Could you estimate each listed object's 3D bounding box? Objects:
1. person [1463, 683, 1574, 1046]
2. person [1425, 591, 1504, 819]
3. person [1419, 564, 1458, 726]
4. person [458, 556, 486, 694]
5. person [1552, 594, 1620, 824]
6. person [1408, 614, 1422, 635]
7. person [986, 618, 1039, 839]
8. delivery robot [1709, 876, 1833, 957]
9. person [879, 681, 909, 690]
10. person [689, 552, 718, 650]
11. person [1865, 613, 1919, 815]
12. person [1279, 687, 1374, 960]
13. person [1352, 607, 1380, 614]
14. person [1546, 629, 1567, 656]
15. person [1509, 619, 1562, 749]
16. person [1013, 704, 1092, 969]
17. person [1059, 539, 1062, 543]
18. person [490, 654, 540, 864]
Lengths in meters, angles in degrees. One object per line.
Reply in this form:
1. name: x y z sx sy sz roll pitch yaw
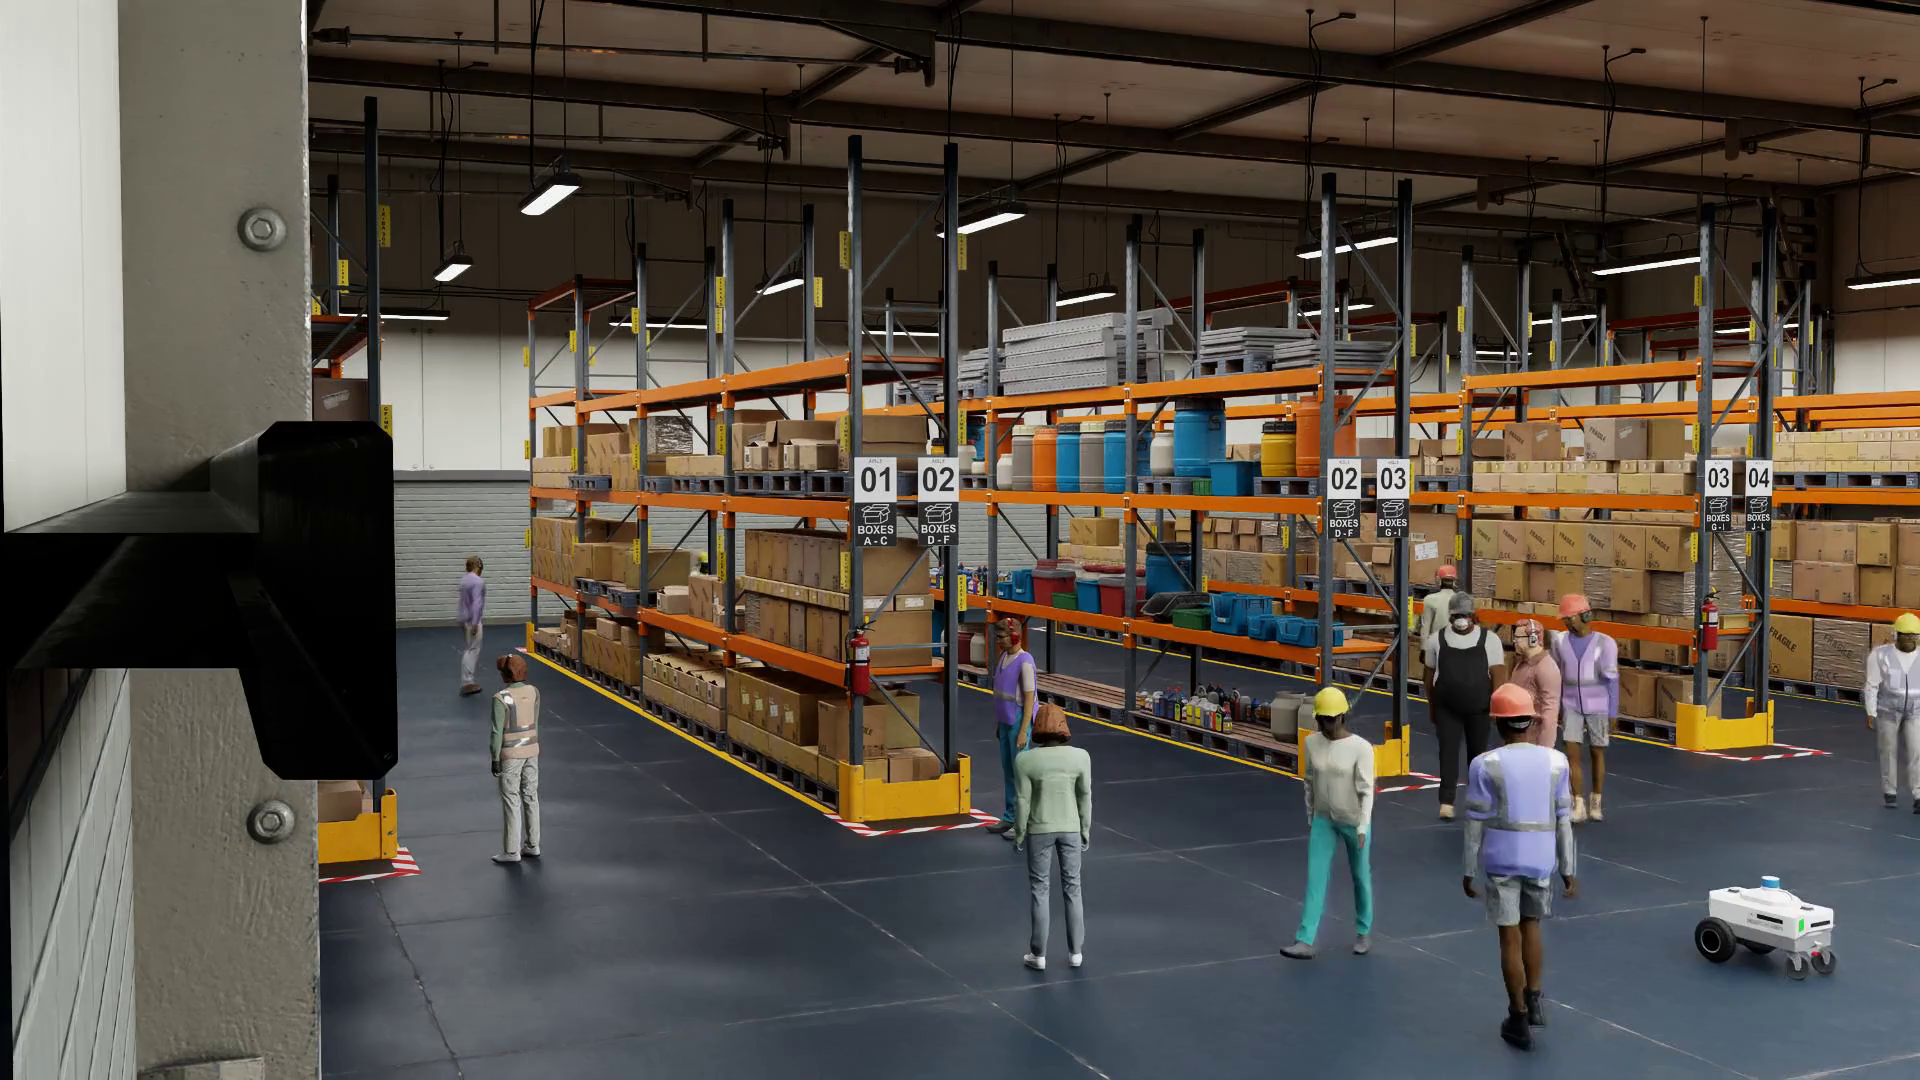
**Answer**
1. person: 3.009 1.739 9.721 0.587 1.917 0.536 0 2 -4
2. person: 4.522 1.457 16.086 0.686 2.000 0.890 1 2 17
3. person: 5.752 1.271 21.245 0.636 1.970 0.473 0 2 -10
4. person: -6.774 1.174 24.862 0.453 1.894 0.781 -1 3 -33
5. person: 5.445 1.476 15.618 0.667 1.989 0.839 2 3 36
6. person: 7.073 1.115 27.484 0.649 1.813 0.808 -1 2 -18
7. person: 0.468 1.574 15.108 0.390 1.837 0.562 -1 2 -21
8. delivery robot: 5.025 2.334 11.109 0.477 0.478 0.707 -1 2 -29
9. person: -0.827 1.314 20.495 0.621 1.946 0.652 -1 2 -22
10. person: -4.135 1.076 28.758 0.606 1.791 0.919 -2 3 -34
11. person: 8.487 1.557 16.131 0.608 1.781 0.913 1 2 18
12. person: 2.355 1.780 11.229 0.546 1.706 0.899 2 3 39
13. person: 6.884 1.094 30.445 0.504 1.622 0.456 -1 2 -16
14. person: 8.459 1.165 25.502 0.594 1.861 0.806 -1 2 -27
15. person: 4.509 1.575 14.184 0.403 1.906 0.651 0 2 -1
16. person: 0.572 1.827 11.106 0.499 1.633 0.278 0 2 -10
17. person: 1.943 0.812 37.015 0.696 1.664 0.547 -1 3 -31
18. person: -3.504 1.714 14.135 0.314 1.629 0.508 1 3 29
